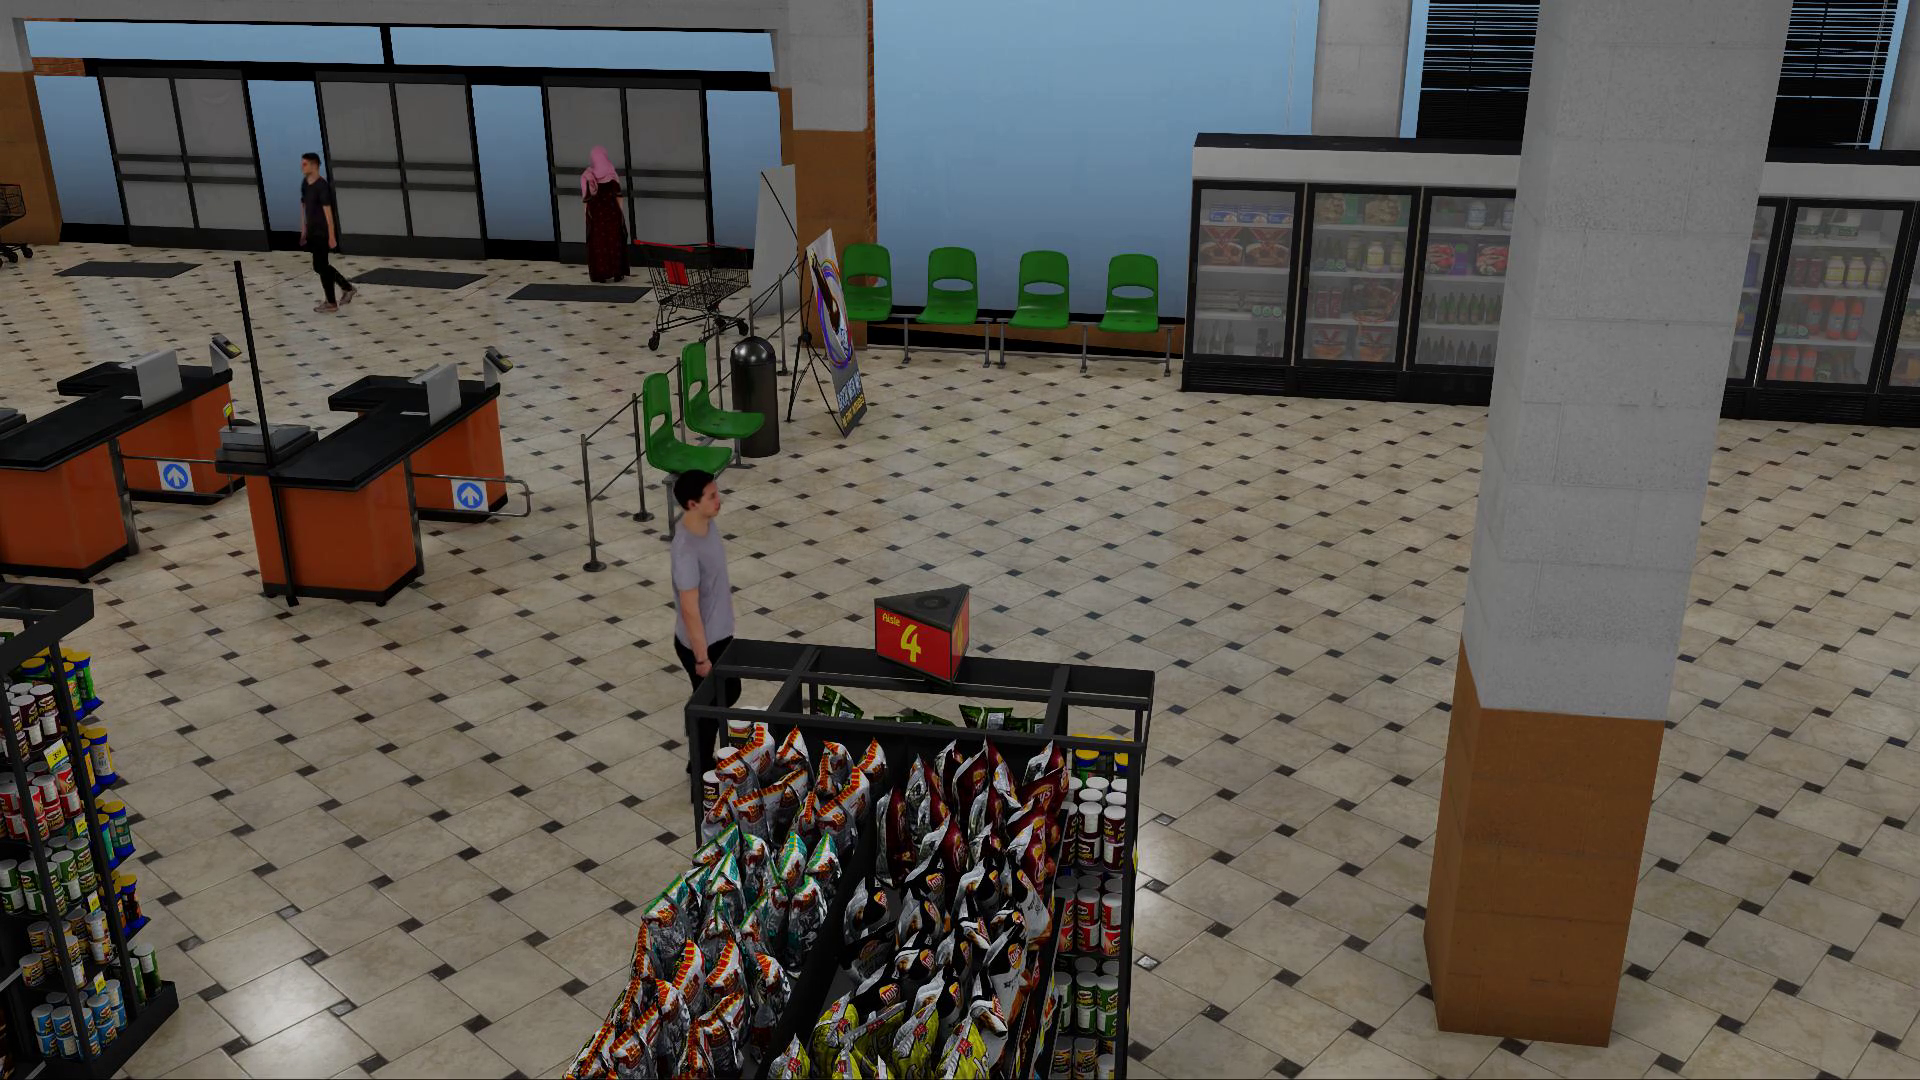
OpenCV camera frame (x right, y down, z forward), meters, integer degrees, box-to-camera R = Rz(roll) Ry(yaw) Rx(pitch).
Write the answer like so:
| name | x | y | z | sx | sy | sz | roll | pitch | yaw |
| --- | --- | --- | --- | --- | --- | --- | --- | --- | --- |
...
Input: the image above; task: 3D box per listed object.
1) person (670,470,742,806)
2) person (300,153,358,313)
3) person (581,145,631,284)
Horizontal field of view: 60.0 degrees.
| name | x | y | z | sx | sy | sz | roll | pitch | yaw |
| --- | --- | --- | --- | --- | --- | --- | --- | --- | --- |
| person | -1.348 | 0.493 | 8.617 | 0.774 | 1.861 | 0.559 | 2 | 22 | 6 |
| person | -7.021 | -3.403 | 18.459 | 0.879 | 1.753 | 0.820 | -20 | 29 | -41 |
| person | -4.246 | -3.890 | 19.828 | 0.734 | 1.636 | 0.715 | -3 | 22 | -8 |
